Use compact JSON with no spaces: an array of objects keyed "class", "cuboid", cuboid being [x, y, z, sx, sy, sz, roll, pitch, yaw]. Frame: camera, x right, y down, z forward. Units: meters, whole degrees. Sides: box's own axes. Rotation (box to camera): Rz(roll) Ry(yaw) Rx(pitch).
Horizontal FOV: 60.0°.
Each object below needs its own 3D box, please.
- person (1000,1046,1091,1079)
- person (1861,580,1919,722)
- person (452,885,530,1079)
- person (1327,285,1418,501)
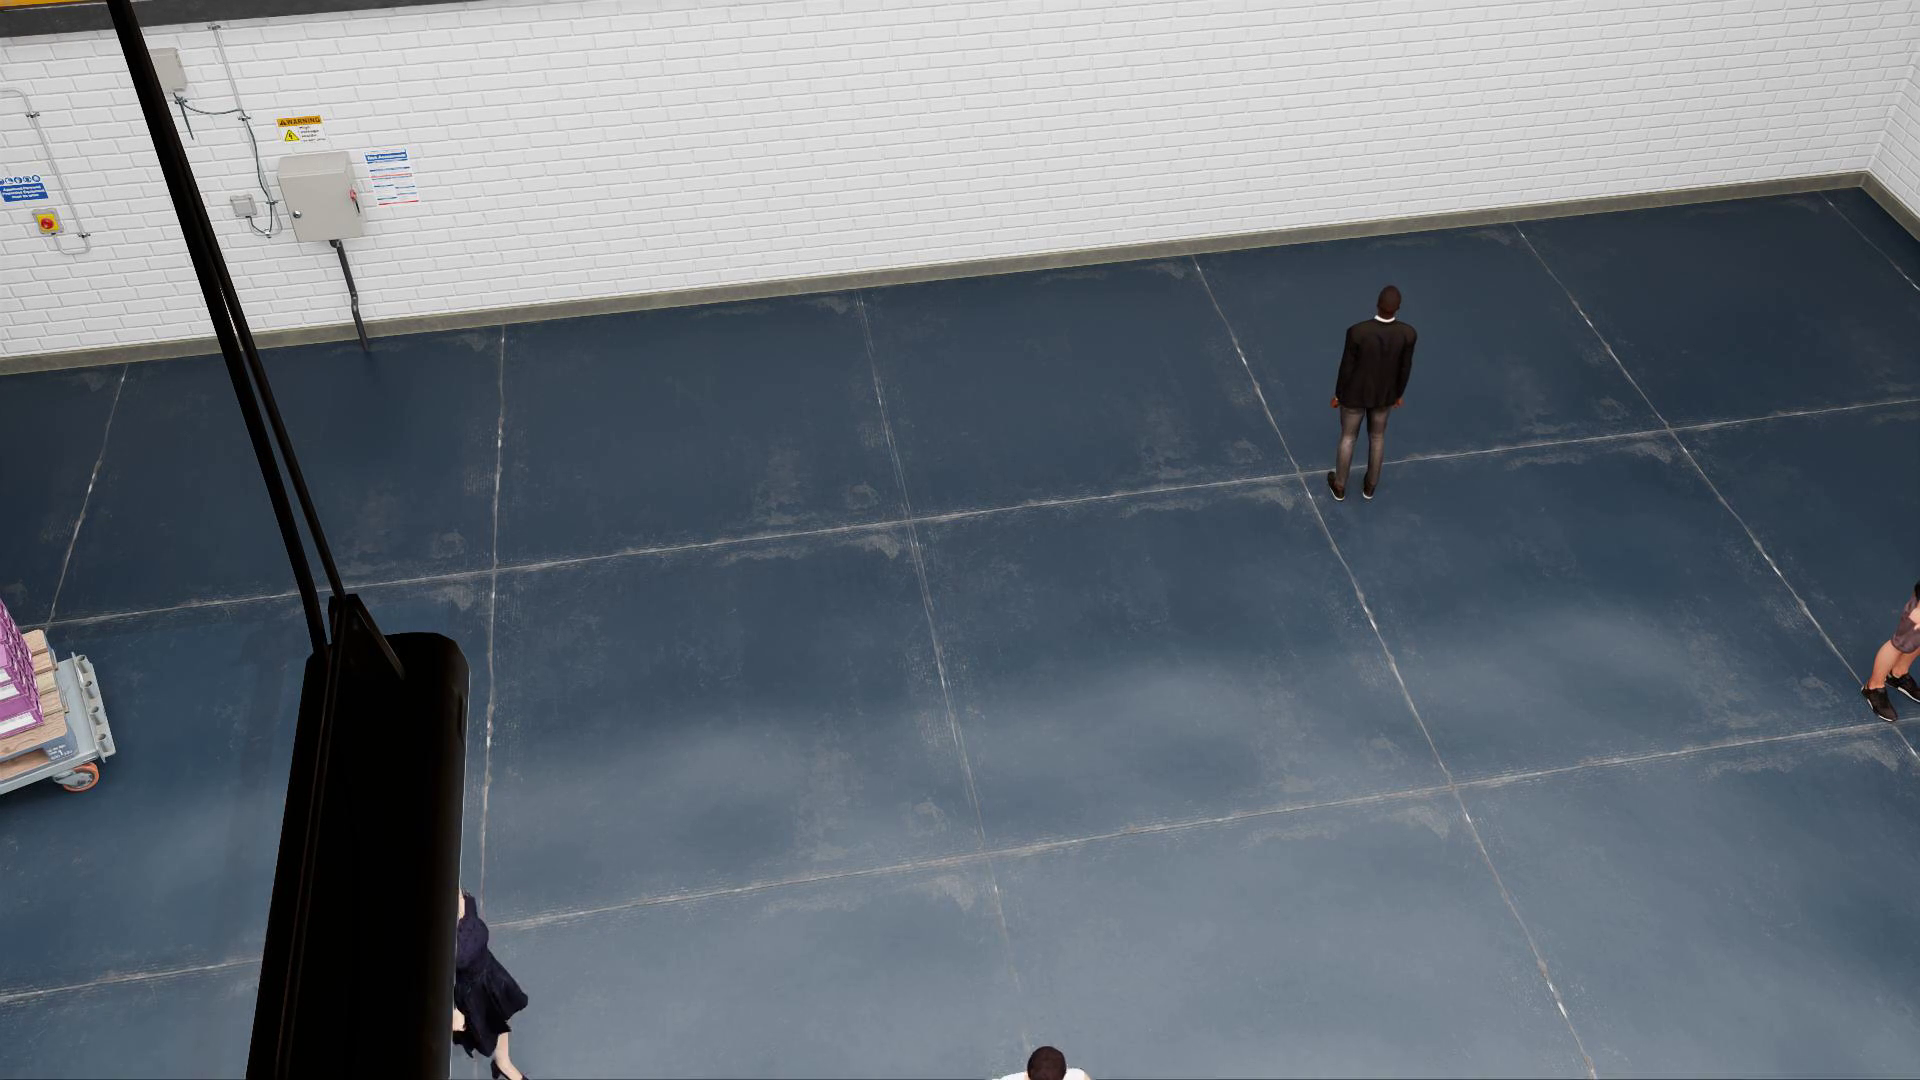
[{"class":"person","cuboid":[0.357,2.783,7.804,0.696,1.773,0.750,0,44,0]},{"class":"person","cuboid":[6.104,0.325,10.319,0.732,1.862,0.686,-19,47,-19]},{"class":"person","cuboid":[-2.547,2.241,8.400,0.905,1.735,0.900,15,46,15]},{"class":"person","cuboid":[2.903,-1.034,11.791,0.696,1.799,0.602,0,44,0]}]
